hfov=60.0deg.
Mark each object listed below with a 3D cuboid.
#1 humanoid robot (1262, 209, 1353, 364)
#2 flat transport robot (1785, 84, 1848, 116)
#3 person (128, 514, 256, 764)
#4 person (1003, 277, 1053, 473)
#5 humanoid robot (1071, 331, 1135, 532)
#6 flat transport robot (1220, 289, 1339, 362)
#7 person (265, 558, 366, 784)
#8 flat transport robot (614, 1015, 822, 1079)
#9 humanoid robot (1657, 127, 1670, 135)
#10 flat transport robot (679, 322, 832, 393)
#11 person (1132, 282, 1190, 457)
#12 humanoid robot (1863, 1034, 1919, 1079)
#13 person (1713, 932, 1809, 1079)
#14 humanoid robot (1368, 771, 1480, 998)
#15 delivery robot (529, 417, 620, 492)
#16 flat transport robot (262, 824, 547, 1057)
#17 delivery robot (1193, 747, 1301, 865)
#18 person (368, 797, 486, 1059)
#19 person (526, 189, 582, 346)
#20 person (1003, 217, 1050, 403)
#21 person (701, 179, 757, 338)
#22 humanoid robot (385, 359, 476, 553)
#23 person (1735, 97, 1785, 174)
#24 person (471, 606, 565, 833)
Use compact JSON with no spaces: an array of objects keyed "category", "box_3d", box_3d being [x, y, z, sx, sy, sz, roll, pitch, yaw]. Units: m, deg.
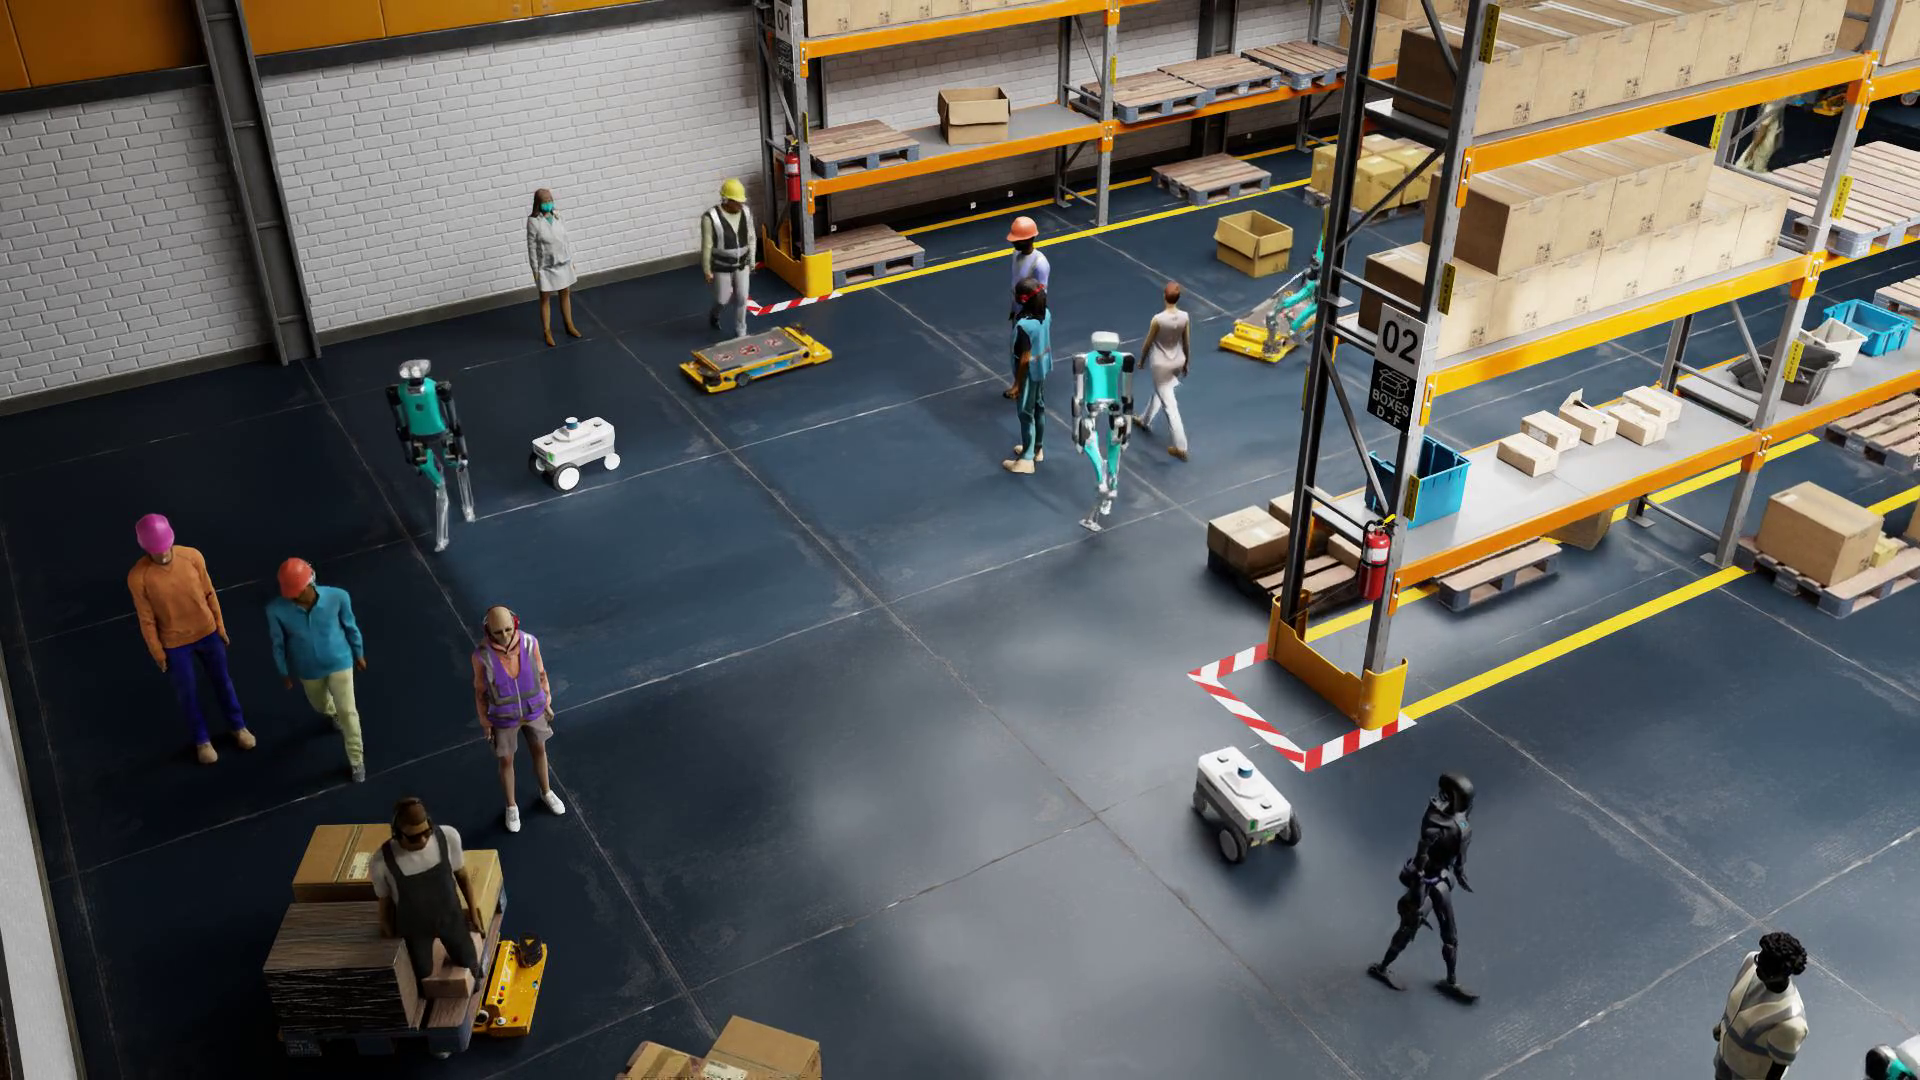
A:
[{"category":"humanoid robot","box_3d":[3.378,-2.518,16.727,0.932,1.753,0.566,-2,32,-4]},{"category":"flat transport robot","box_3d":[12.364,-6.567,24.557,0.659,0.231,1.431,-25,40,-34]},{"category":"person","box_3d":[-5.312,0.664,11.429,0.515,1.973,0.401,-25,40,-34]},{"category":"person","box_3d":[0.623,-1.487,14.950,0.392,1.869,0.514,13,35,20]},{"category":"humanoid robot","box_3d":[1.232,-0.794,13.996,0.530,1.776,0.928,-4,32,-6]},{"category":"flat transport robot","box_3d":[3.420,-2.296,17.745,0.659,0.231,1.431,22,38,31]},{"category":"person","box_3d":[-4.400,0.794,11.452,0.573,1.715,0.774,-10,34,-16]},{"category":"flat transport robot","box_3d":[-1.399,3.426,8.620,0.659,0.231,1.431,12,34,18]},{"category":"humanoid robot","box_3d":[7.911,-3.956,19.078,0.608,1.635,0.398,19,37,28]},{"category":"flat transport robot","box_3d":[-2.097,-1.874,17.073,1.431,0.231,0.659,-20,37,-29]},{"category":"person","box_3d":[1.912,-1.610,15.384,0.411,1.600,0.896,-19,37,-27]},{"category":"humanoid robot","box_3d":[4.194,3.106,7.772,0.874,1.790,0.579,-17,36,-25]},{"category":"person","box_3d":[4.040,2.649,8.523,0.319,1.693,0.534,-1,32,-1]},{"category":"humanoid robot","box_3d":[2.762,2.005,9.571,0.624,1.636,0.600,26,40,35]},{"category":"delivery robot","box_3d":[-3.524,-0.812,15.124,0.788,0.610,0.499,-26,40,-35]},{"category":"flat transport robot","box_3d":[-3.229,2.651,9.855,1.431,0.231,0.659,-1,32,-2]},{"category":"delivery robot","box_3d":[1.886,1.747,11.046,0.499,0.614,0.808,-14,35,-21]},{"category":"person","box_3d":[-2.928,2.131,9.219,0.506,1.835,0.352,-20,37,-29]},{"category":"person","box_3d":[-4.241,-2.847,17.311,0.483,1.661,0.337,-24,40,-33]},{"category":"person","box_3d":[0.628,-2.192,16.022,0.384,1.929,0.544,-17,36,-26]},{"category":"person","box_3d":[-2.407,-2.896,17.260,0.632,1.807,0.597,-18,36,-26]},{"category":"humanoid robot","box_3d":[-4.388,-0.810,14.011,0.554,1.760,0.982,-2,32,-4]},{"category":"person","box_3d":[9.745,-4.825,20.312,0.569,1.818,0.579,11,34,18]},{"category":"person","box_3d":[-2.911,1.145,10.915,0.490,1.693,0.348,-18,36,-26]}]
